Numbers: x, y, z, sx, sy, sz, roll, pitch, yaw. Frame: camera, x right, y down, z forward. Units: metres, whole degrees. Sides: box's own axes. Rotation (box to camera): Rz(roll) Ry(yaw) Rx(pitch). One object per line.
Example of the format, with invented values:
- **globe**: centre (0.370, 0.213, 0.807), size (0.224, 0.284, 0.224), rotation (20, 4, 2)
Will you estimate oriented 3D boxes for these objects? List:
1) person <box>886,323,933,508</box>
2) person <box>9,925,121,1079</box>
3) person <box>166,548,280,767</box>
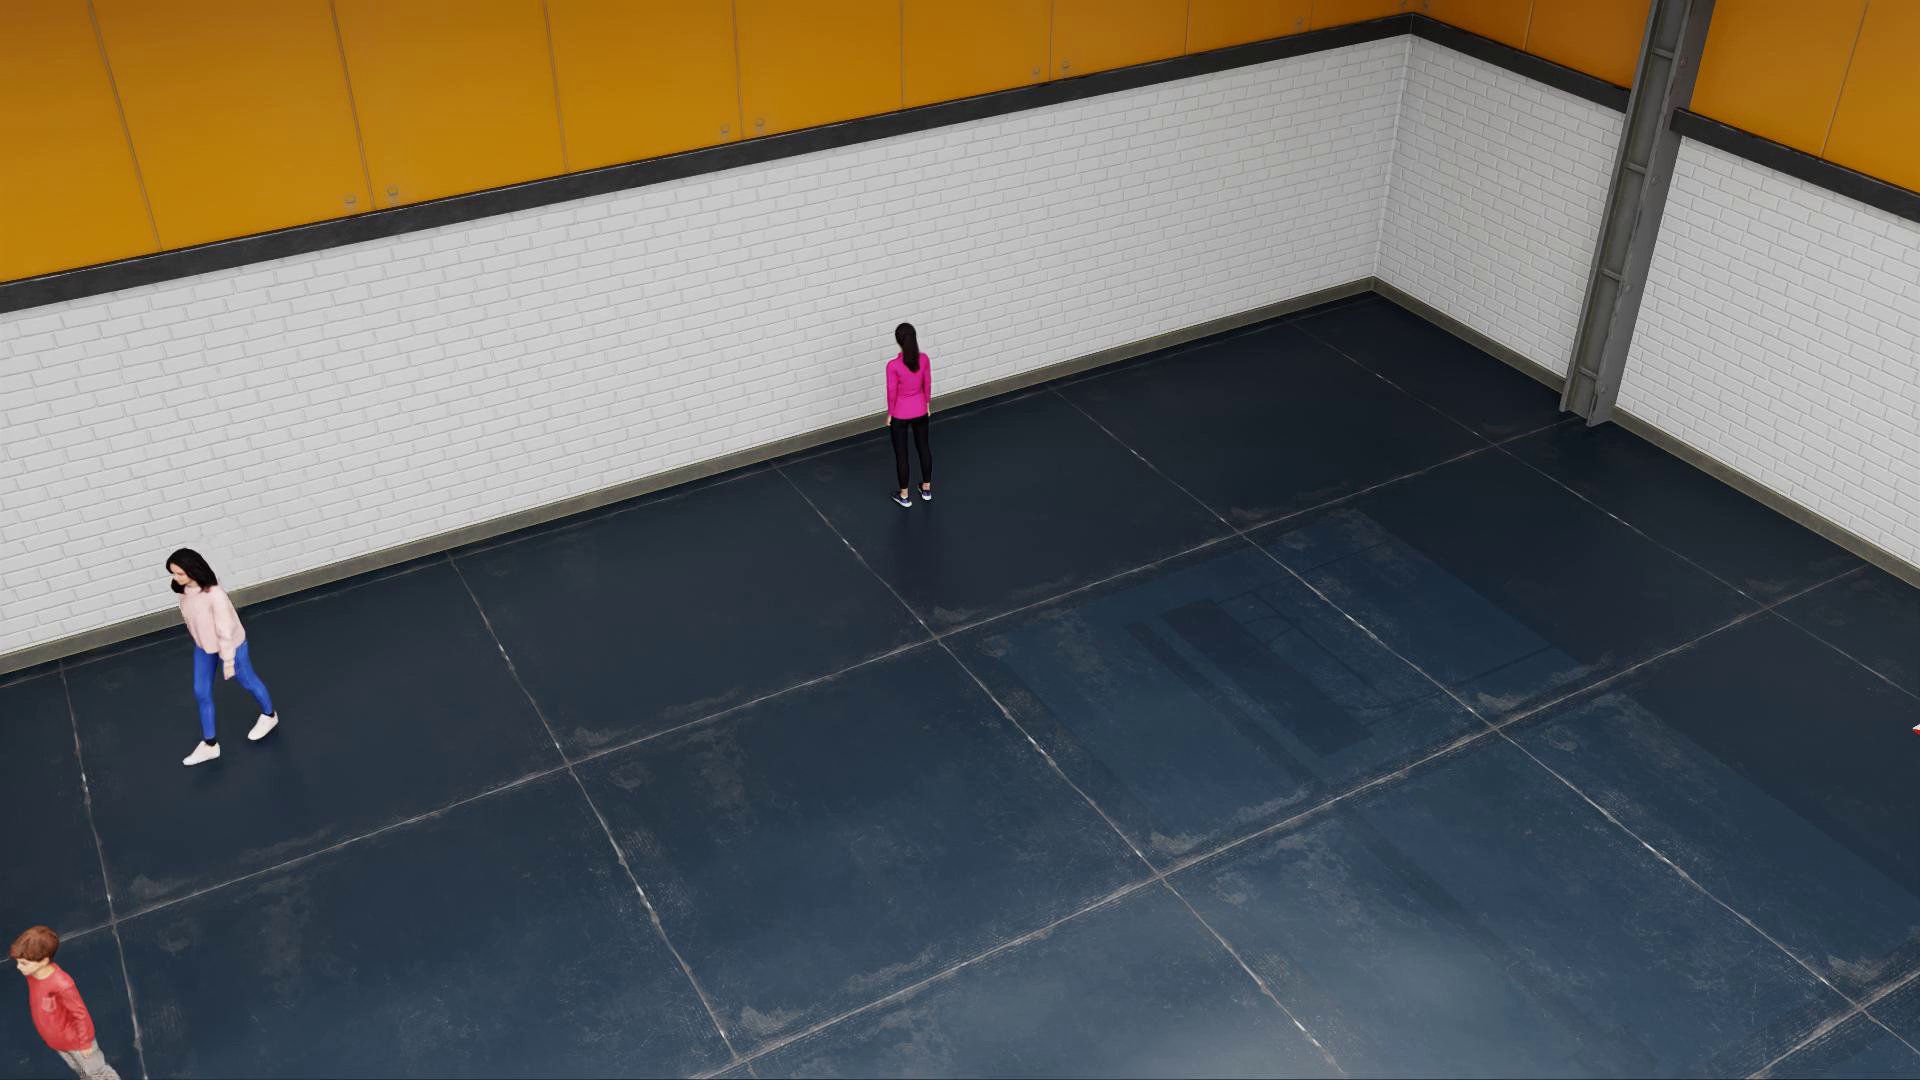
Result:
- **person**: centre (-0.435, -1.088, 14.328), size (0.576, 1.699, 0.538), rotation (-17, 37, -24)
- **person**: centre (-4.807, 2.631, 8.988), size (0.567, 1.416, 0.658), rotation (17, 37, 23)
- **person**: centre (-5.068, 0.704, 11.602), size (1.032, 1.732, 1.017), rotation (18, 38, 25)
